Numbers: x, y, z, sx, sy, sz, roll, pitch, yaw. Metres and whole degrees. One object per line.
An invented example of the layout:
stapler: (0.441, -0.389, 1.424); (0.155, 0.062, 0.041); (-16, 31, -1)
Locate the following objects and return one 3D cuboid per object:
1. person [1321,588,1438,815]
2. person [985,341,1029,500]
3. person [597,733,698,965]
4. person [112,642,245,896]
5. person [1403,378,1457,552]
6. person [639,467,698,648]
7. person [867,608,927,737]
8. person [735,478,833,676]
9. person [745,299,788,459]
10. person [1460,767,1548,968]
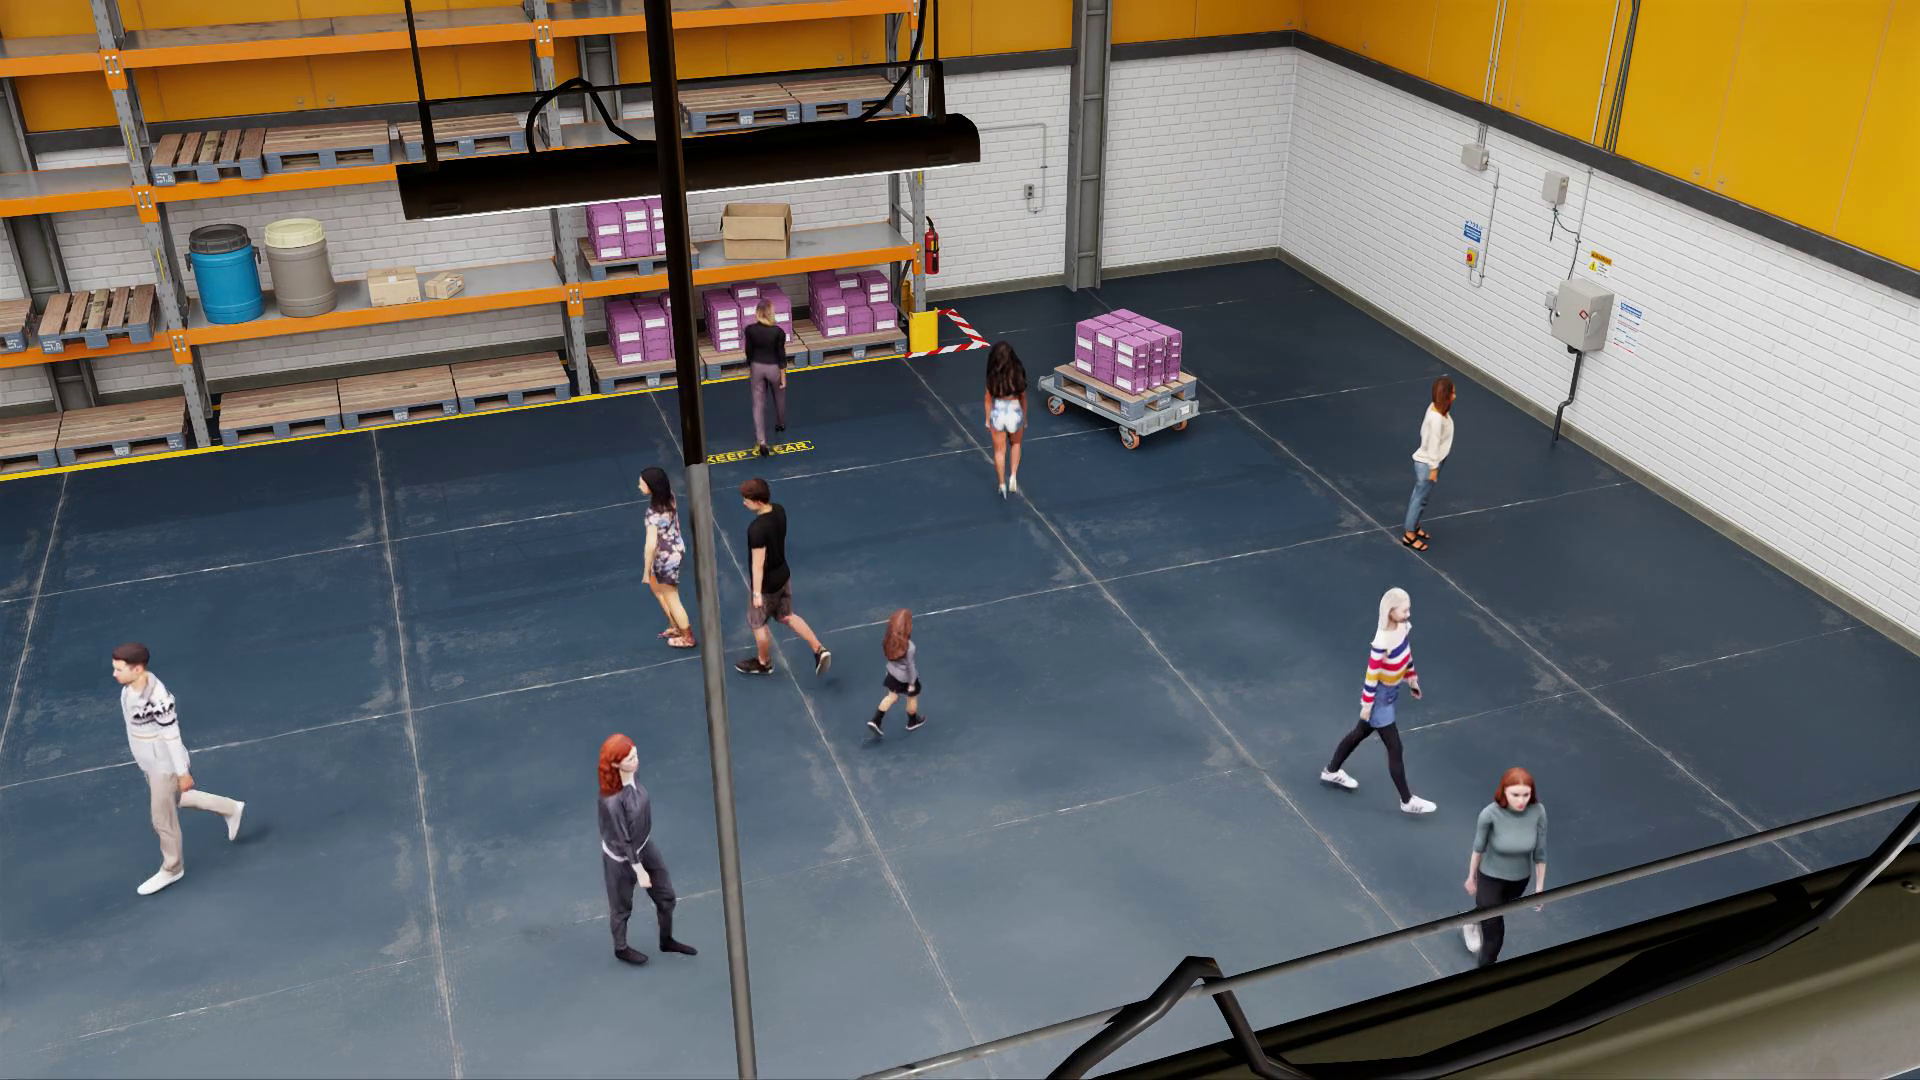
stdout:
person: (2.935, 1.107, 11.889); (1.143, 1.762, 1.139); (16, 32, 27)
person: (0.453, -1.116, 16.124); (0.621, 1.609, 0.711); (-1, 29, -2)
person: (-2.137, 1.953, 10.344); (0.887, 1.756, 0.803); (8, 30, 14)
person: (-5.286, 1.447, 11.186); (1.161, 1.837, 0.934); (-23, 36, -36)
person: (4.310, -0.721, 15.329); (0.740, 1.677, 0.708); (8, 30, 15)
person: (-2.324, 0.180, 13.637); (0.787, 1.715, 0.755); (6, 29, 11)
person: (-0.495, 1.030, 12.729); (0.794, 1.093, 0.638); (-24, 37, -37)
person: (-1.428, 0.343, 13.224); (1.198, 1.825, 1.104); (10, 30, 17)
person: (-2.003, -1.614, 17.026); (1.057, 1.620, 0.946); (2, 29, 5)
person: (3.302, 2.064, 10.192); (1.157, 1.707, 0.873); (-2, 29, -4)
